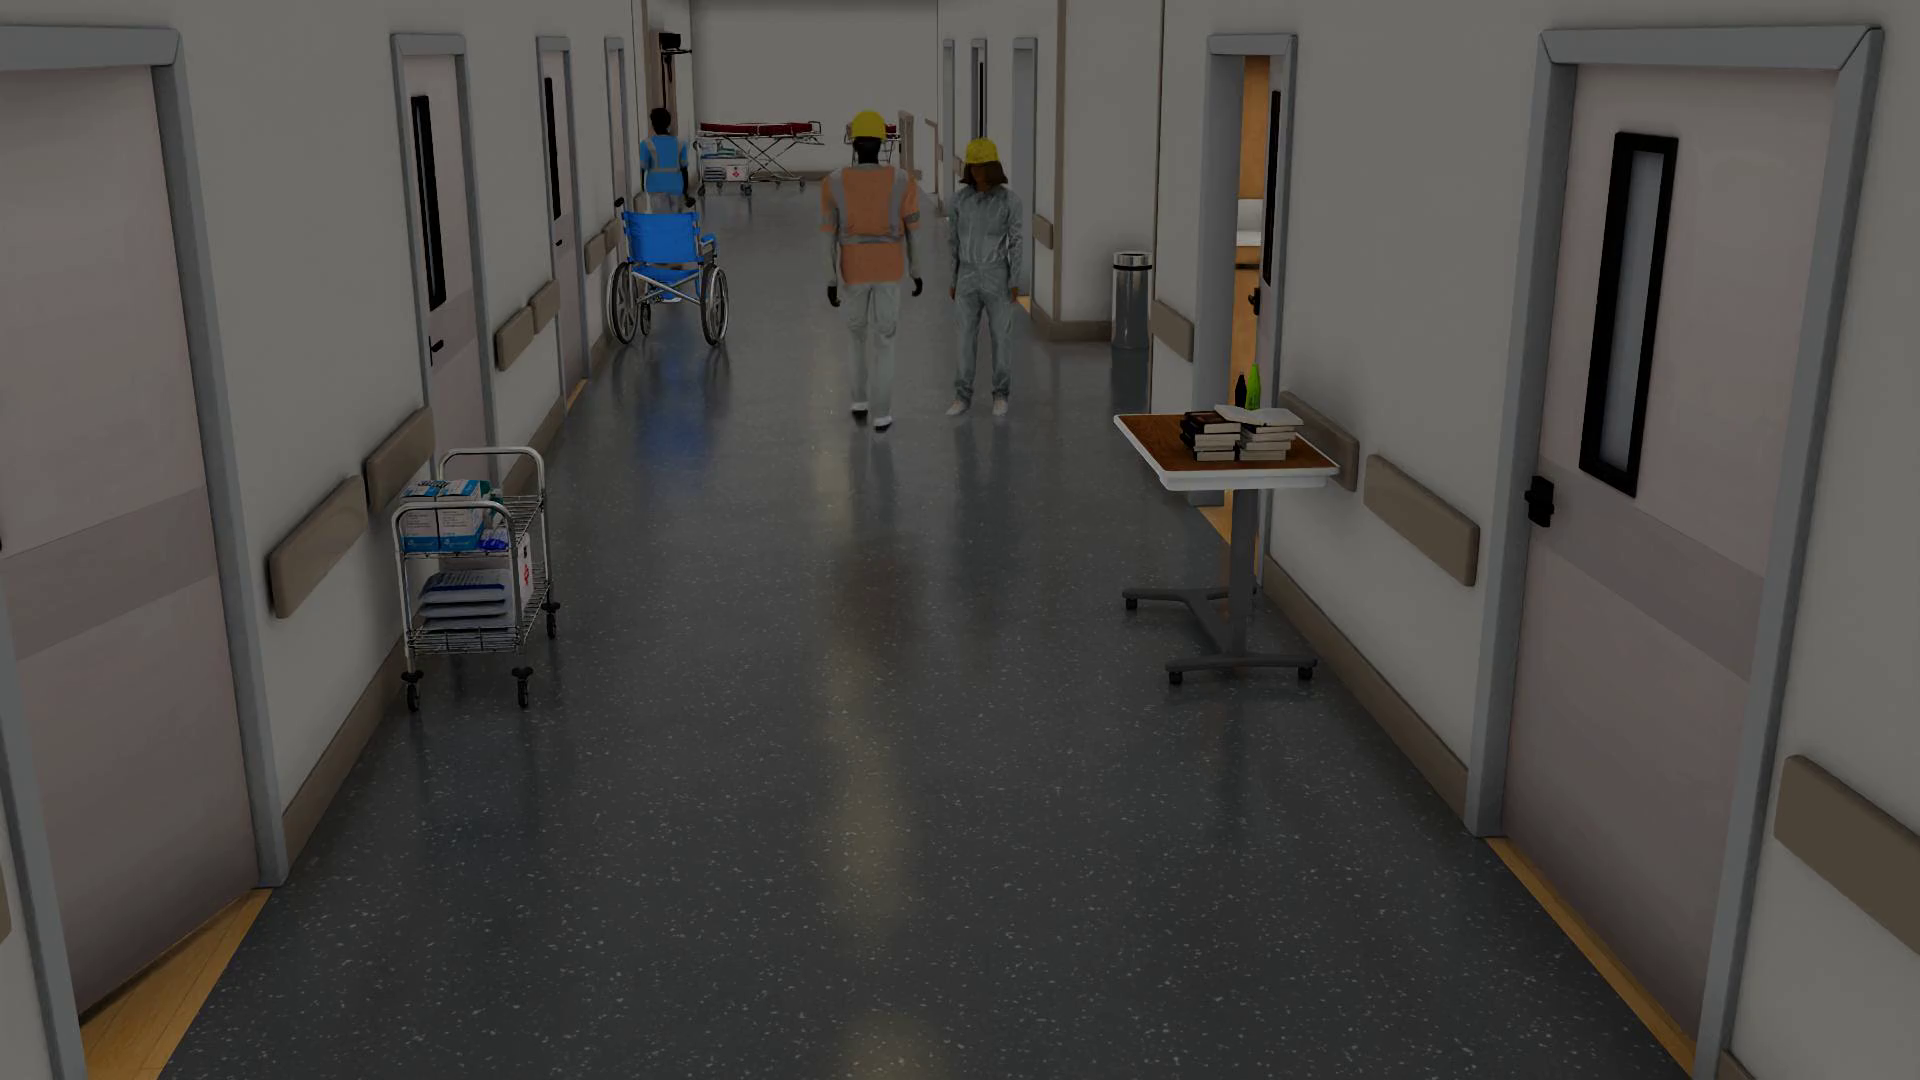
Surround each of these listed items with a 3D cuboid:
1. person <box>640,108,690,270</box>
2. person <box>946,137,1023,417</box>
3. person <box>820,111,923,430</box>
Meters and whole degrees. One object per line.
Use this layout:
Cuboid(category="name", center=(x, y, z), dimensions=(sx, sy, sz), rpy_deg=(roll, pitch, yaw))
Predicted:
Cuboid(category="person", center=(-3.079, -3.639, 17.279), dimensions=(0.545, 1.651, 0.865), rpy_deg=(-12, 20, -34))
Cuboid(category="person", center=(0.148, -1.634, 10.427), dimensions=(0.491, 1.742, 0.330), rpy_deg=(5, 17, 16))
Cuboid(category="person", center=(-0.535, -1.662, 10.249), dimensions=(0.608, 1.901, 0.758), rpy_deg=(1, 17, 2))
